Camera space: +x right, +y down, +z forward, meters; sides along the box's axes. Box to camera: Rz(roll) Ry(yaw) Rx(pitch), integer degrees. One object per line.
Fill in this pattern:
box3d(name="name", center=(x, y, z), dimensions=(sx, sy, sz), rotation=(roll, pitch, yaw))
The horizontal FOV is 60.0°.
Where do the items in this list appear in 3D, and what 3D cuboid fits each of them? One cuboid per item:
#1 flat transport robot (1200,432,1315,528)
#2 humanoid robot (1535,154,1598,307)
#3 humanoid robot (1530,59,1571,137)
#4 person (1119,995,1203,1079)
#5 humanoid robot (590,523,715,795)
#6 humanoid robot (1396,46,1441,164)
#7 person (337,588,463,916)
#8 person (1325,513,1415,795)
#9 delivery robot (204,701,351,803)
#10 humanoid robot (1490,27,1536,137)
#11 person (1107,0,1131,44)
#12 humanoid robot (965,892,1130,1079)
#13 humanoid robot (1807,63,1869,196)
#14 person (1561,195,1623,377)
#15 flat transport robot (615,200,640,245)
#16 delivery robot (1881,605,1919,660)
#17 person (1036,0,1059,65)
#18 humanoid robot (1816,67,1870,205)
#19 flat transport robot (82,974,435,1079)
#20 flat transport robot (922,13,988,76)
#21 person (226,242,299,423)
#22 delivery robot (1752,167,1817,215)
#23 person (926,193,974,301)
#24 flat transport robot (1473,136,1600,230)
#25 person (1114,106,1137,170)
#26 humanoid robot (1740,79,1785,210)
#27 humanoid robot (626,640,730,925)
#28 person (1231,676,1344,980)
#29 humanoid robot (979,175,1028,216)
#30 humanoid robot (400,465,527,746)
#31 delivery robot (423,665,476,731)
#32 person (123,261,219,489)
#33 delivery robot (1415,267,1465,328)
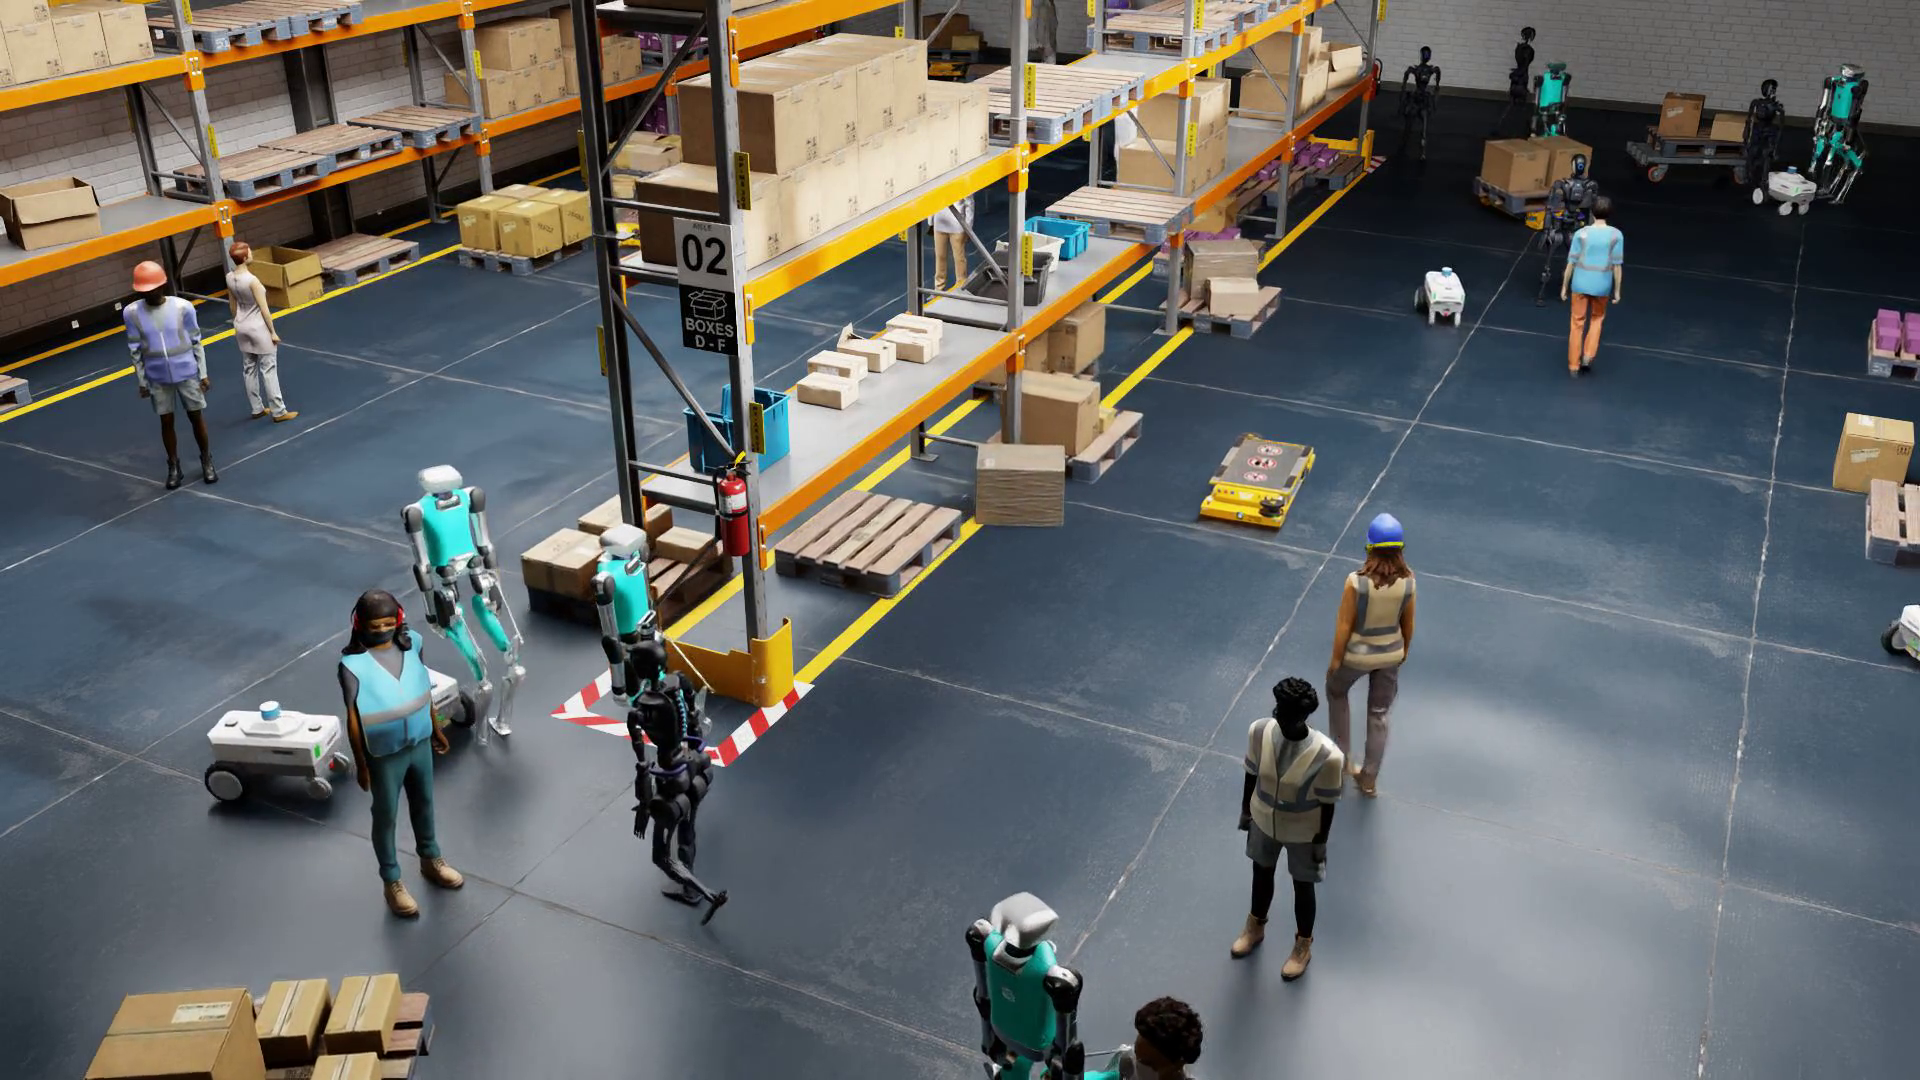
box3d(name="flat transport robot", center=(2.492, -0.510, 13.809), dimensions=(0.659, 0.231, 1.431), rotation=(10, 28, 19))
box3d(name="humanoid robot", center=(6.542, -3.332, 17.905), dimensions=(0.599, 1.657, 0.315), rotation=(0, 26, 0))
box3d(name="humanoid robot", center=(7.908, -5.434, 22.107), dimensions=(0.536, 1.793, 0.678), rotation=(-7, 27, -15))
box3d(name="person", center=(0.706, 2.420, 6.063), dimensions=(0.456, 1.886, 0.571), rotation=(-18, 32, -32))
box3d(name="humanoid robot", center=(-1.701, 0.780, 9.584), dimensions=(0.665, 1.829, 0.539), rotation=(7, 27, 14))
box3d(name="humanoid robot", center=(6.583, -6.254, 23.880), dimensions=(0.608, 1.636, 0.767), rotation=(-1, 26, -2))
box3d(name="person", center=(-2.971, 1.089, 8.779), dimensions=(0.385, 1.865, 0.525), rotation=(20, 33, 35))
box3d(name="person", center=(2.390, 0.645, 9.788), dimensions=(0.513, 1.755, 0.573), rotation=(-3, 26, -6))
box3d(name="delivery robot", center=(-4.101, 1.250, 9.949), dimensions=(0.804, 0.610, 0.499), rotation=(2, 26, 5))
box3d(name="humanoid robot", center=(8.577, -6.987, 25.350), dimensions=(0.754, 1.629, 0.610), rotation=(3, 27, 6))
box3d(name="person", center=(2.695, -8.995, 29.113), dimensions=(0.580, 1.900, 0.464), rotation=(-7, 27, -14))
box3d(name="humanoid robot", center=(0.400, 2.112, 6.869), dimensions=(0.538, 1.766, 0.898), rotation=(22, 34, 37))
box3d(name="humanoid robot", center=(11.462, -5.311, 21.887), dimensions=(0.536, 1.780, 0.831), rotation=(19, 32, 33))
box3d(name="person", center=(6.084, -2.444, 16.010), dimensions=(0.535, 1.726, 0.429), rotation=(8, 28, 16))
box3d(name="flat transport robot", center=(-4.049, -3.965, 20.787), dimensions=(0.659, 0.231, 1.431), rotation=(2, 26, 5))
box3d(name="delivery robot", center=(6.691, 0.626, 11.186), dimensions=(0.760, 0.589, 0.510), rotation=(-4, 27, -8))
box3d(name="person", center=(1.501, -8.376, 27.952), dimensions=(0.424, 1.817, 0.543), rotation=(12, 29, 22))
box3d(name="humanoid robot", center=(11.663, -5.296, 21.756), dimensions=(0.679, 1.739, 0.530), rotation=(-4, 27, -8))
box3d(name="flat transport robot", center=(-3.040, 2.604, 7.519), dimensions=(0.659, 0.231, 1.431), rotation=(-3, 26, -5))
box3d(name="flat transport robot", center=(-0.172, -8.691, 30.334), dimensions=(0.659, 0.231, 1.431), rotation=(5, 27, 9))
box3d(name="person", center=(-6.340, -1.870, 14.983), dimensions=(0.442, 1.660, 0.286), rotation=(11, 28, 21))
box3d(name="delivery robot", center=(10.764, -4.564, 21.694), dimensions=(0.524, 0.611, 0.782), rotation=(-7, 27, -13))
box3d(name="person", center=(-0.122, -3.414, 18.009), dimensions=(0.561, 1.742, 0.335), rotation=(13, 29, 25))
box3d(name="flat transport robot", center=(7.364, -4.268, 21.400), dimensions=(0.659, 0.231, 1.431), rotation=(-6, 27, -12))
box3d(name="person", center=(2.106, -4.672, 20.417), dimensions=(0.424, 1.870, 0.808), rotation=(-5, 27, -10))
box3d(name="humanoid robot", center=(10.447, -5.147, 21.594), dimensions=(0.365, 1.640, 0.602), rotation=(-14, 29, -25))
box3d(name="humanoid robot", center=(-1.417, 1.256, 8.656), dimensions=(0.514, 1.637, 0.616), rotation=(11, 28, 22))
box3d(name="person", center=(1.628, 1.418, 8.311), dimensions=(0.533, 1.691, 0.319), rotation=(19, 32, 34))
box3d(name="humanoid robot", center=(0.522, -5.014, 21.347), dimensions=(0.692, 1.639, 0.602), rotation=(-21, 33, -35))
box3d(name="humanoid robot", center=(-2.957, 0.445, 10.210), dimensions=(0.530, 1.749, 0.807), rotation=(-23, 34, -38))
box3d(name="delivery robot", center=(-3.484, 0.981, 10.465), dimensions=(0.788, 0.587, 0.499), rotation=(16, 30, 28))
box3d(name="person", center=(-6.462, -1.355, 13.640), dimensions=(0.547, 1.933, 0.371), rotation=(-9, 28, -18))
box3d(name="delivery robot", center=(5.154, -2.613, 17.741), dimensions=(0.499, 0.601, 0.783), rotation=(4, 27, 7))
